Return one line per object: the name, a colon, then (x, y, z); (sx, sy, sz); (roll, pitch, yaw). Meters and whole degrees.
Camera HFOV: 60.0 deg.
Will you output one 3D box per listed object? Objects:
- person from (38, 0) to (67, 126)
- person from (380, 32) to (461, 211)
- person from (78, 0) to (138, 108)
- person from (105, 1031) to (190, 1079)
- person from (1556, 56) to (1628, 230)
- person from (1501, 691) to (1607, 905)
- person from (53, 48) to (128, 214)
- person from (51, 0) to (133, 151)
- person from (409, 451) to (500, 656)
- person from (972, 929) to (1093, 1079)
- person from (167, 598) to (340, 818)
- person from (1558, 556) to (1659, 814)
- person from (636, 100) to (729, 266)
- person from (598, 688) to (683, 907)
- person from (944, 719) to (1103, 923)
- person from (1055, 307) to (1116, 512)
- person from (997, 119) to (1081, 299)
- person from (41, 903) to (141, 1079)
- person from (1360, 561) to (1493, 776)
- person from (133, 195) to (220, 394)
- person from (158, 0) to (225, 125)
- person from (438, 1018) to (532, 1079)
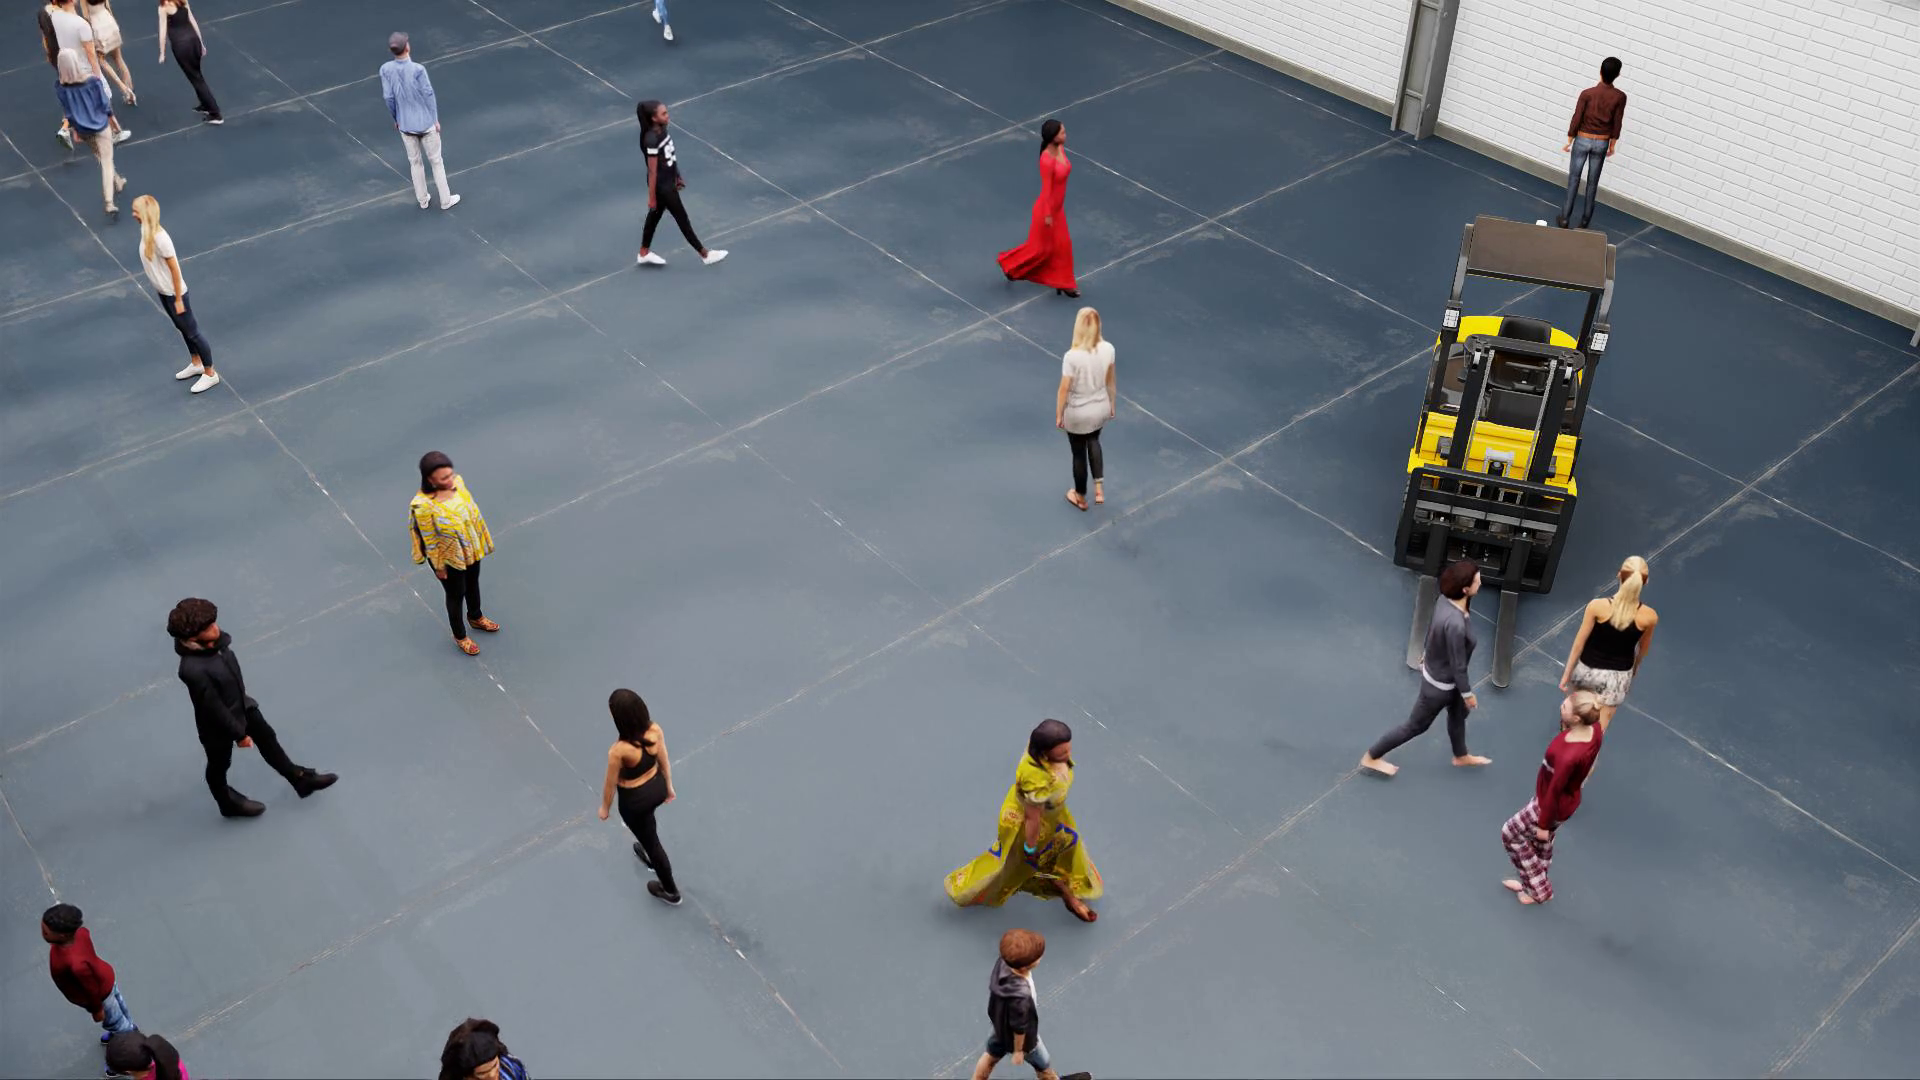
person: (-9.890, -5.327, 18.376); (0.704, 1.674, 0.939); (10, 40, 12)
person: (-5.502, -4.240, 16.845); (0.734, 1.886, 0.796); (3, 39, 4)
person: (-9.621, -5.712, 18.818); (0.714, 1.724, 0.714); (20, 43, 23)
person: (-3.641, 2.919, 8.072); (1.156, 1.658, 1.093); (4, 39, 4)
person: (6.286, -3.938, 16.552); (0.685, 1.779, 0.770); (6, 39, 8)
person: (3.556, 1.552, 9.750); (0.671, 1.689, 0.680); (26, 46, 29)
person: (-8.794, -4.115, 16.880); (1.007, 1.656, 1.240); (-6, 39, -8)
person: (-9.508, -5.036, 17.890); (1.103, 1.825, 1.047); (14, 41, 17)
person: (-3.537, 0.066, 11.640); (0.916, 1.653, 0.867); (12, 40, 15)
person: (0.231, 2.554, 8.720); (0.850, 1.409, 0.947); (-10, 40, -13)
person: (-4.645, 1.078, 10.300); (1.038, 1.744, 1.028); (-2, 39, -2)
person: (4.038, 0.922, 10.460); (1.216, 1.789, 1.066); (14, 41, 16)
person: (-2.922, -3.367, 15.910); (1.163, 1.690, 1.147); (1, 39, 1)
person: (-1.810, 1.562, 9.788); (0.818, 1.626, 0.660); (24, 45, 27)
person: (0.357, 1.629, 9.727); (1.285, 1.608, 1.096); (8, 39, 10)
person: (1.016, -0.930, 12.755); (0.734, 1.818, 0.781); (-14, 41, -17)
person: (0.765, -3.058, 15.475); (1.130, 1.759, 0.887); (16, 41, 19)
person: (-4.700, 2.409, 9.025); (0.605, 1.255, 0.475); (-18, 42, -21)
person: (2.980, 0.877, 10.565); (1.161, 1.727, 1.036); (7, 39, 9)
person: (-6.744, -2.128, 14.263); (0.666, 1.808, 0.443); (-30, 47, -32)
person: (-8.526, -5.452, 18.493); (0.860, 1.723, 0.784); (10, 40, 13)
person: (-2.298, 2.869, 8.161); (0.624, 1.615, 0.580); (-27, 46, -30)
